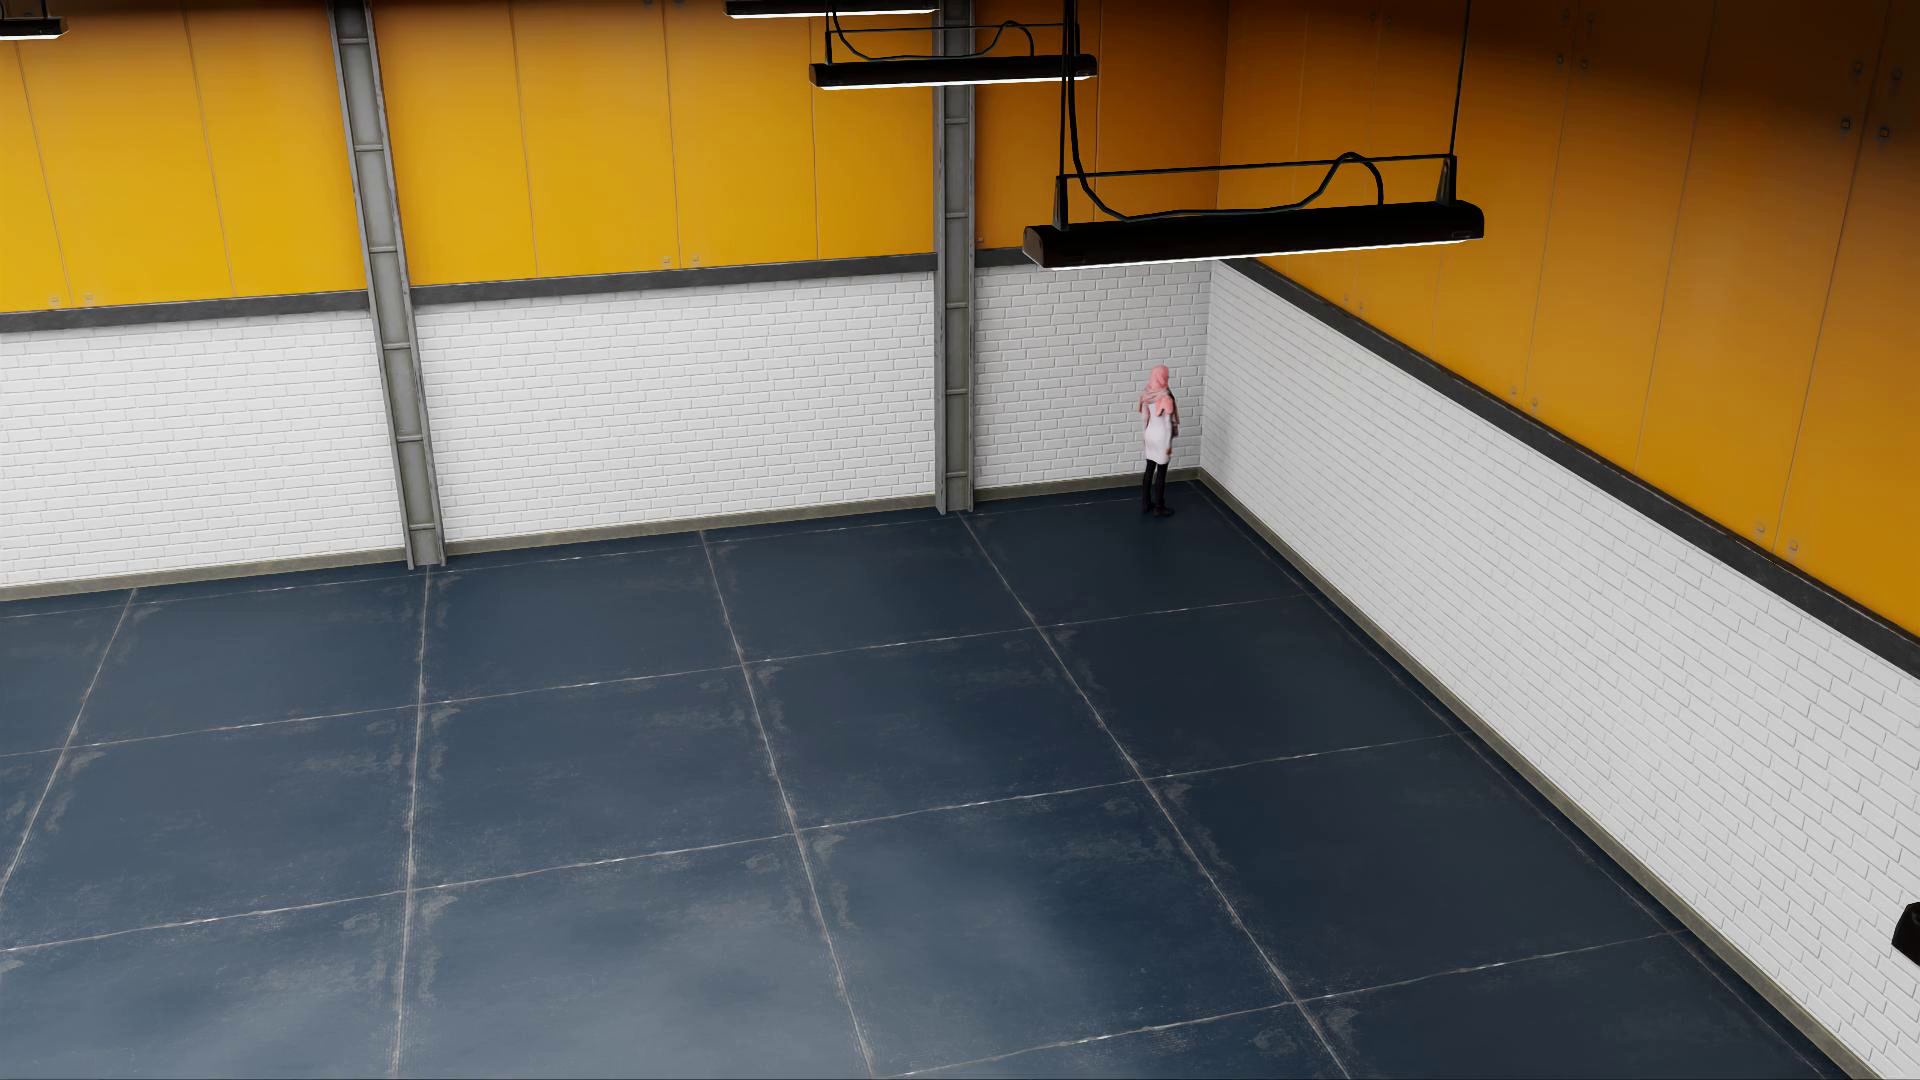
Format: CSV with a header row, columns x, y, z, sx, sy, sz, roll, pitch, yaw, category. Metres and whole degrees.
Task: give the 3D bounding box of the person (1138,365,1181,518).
x,y,z,sx,sy,sz,roll,pitch,yaw,category
2.291,-1.158,19.262,0.690,1.803,0.697,-15,28,-31,person
